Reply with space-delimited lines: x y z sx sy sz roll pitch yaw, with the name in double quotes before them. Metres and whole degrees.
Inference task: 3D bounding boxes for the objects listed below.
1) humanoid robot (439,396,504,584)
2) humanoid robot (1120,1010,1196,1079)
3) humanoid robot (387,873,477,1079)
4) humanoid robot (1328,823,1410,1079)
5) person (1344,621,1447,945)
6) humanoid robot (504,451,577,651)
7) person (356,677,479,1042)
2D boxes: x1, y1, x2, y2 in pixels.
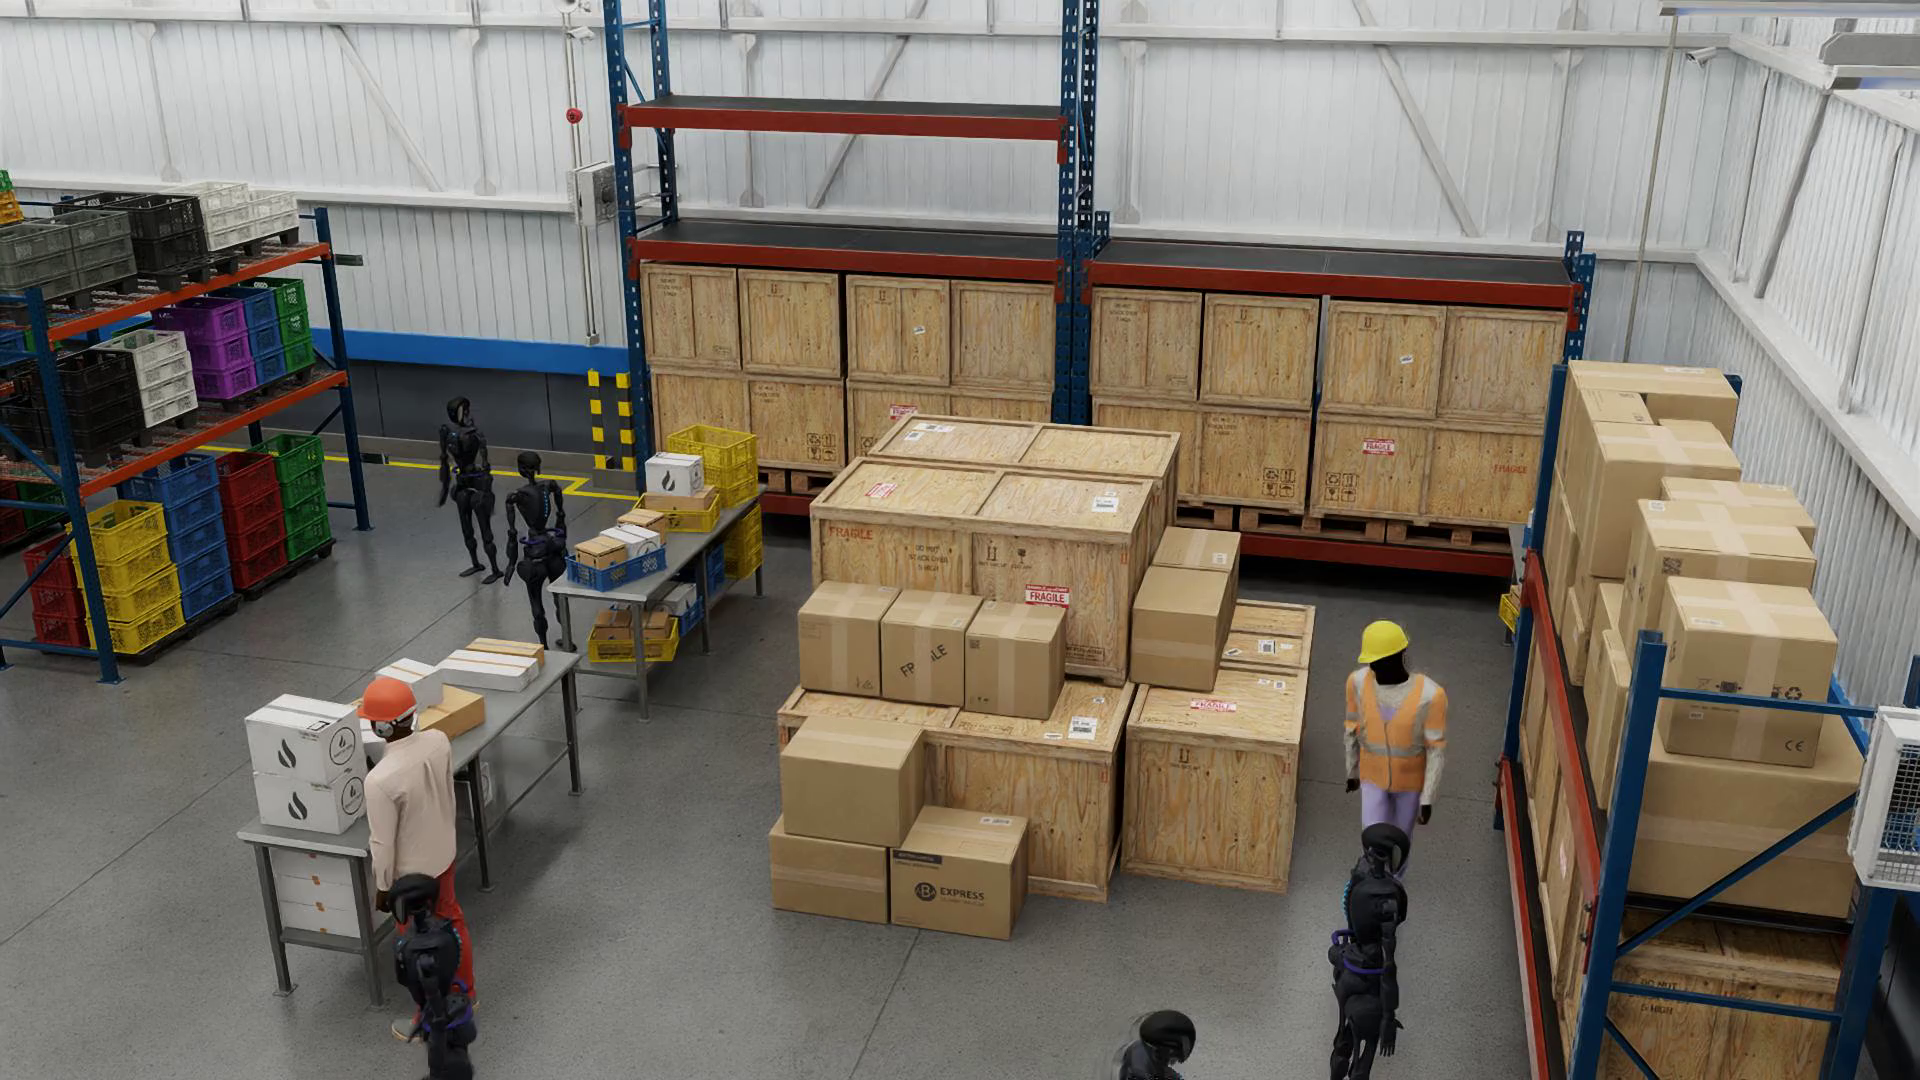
"humanoid robot" -4.192 -0.438 14.217 0.570 1.653 0.341 13 24 30
"humanoid robot" 0.755 2.533 6.484 0.728 1.625 0.602 -5 22 -13
"humanoid robot" -2.292 2.200 7.312 0.317 1.652 0.609 -8 22 -21
"humanoid robot" 1.883 2.043 7.710 0.316 1.656 0.612 -1 21 -4
"person" 2.393 1.344 9.303 0.589 1.864 0.906 8 22 20
"humanoid robot" -3.225 0.114 12.756 0.325 1.657 0.596 15 25 34
"person" -2.770 1.609 8.439 0.405 1.986 0.615 6 22 16
